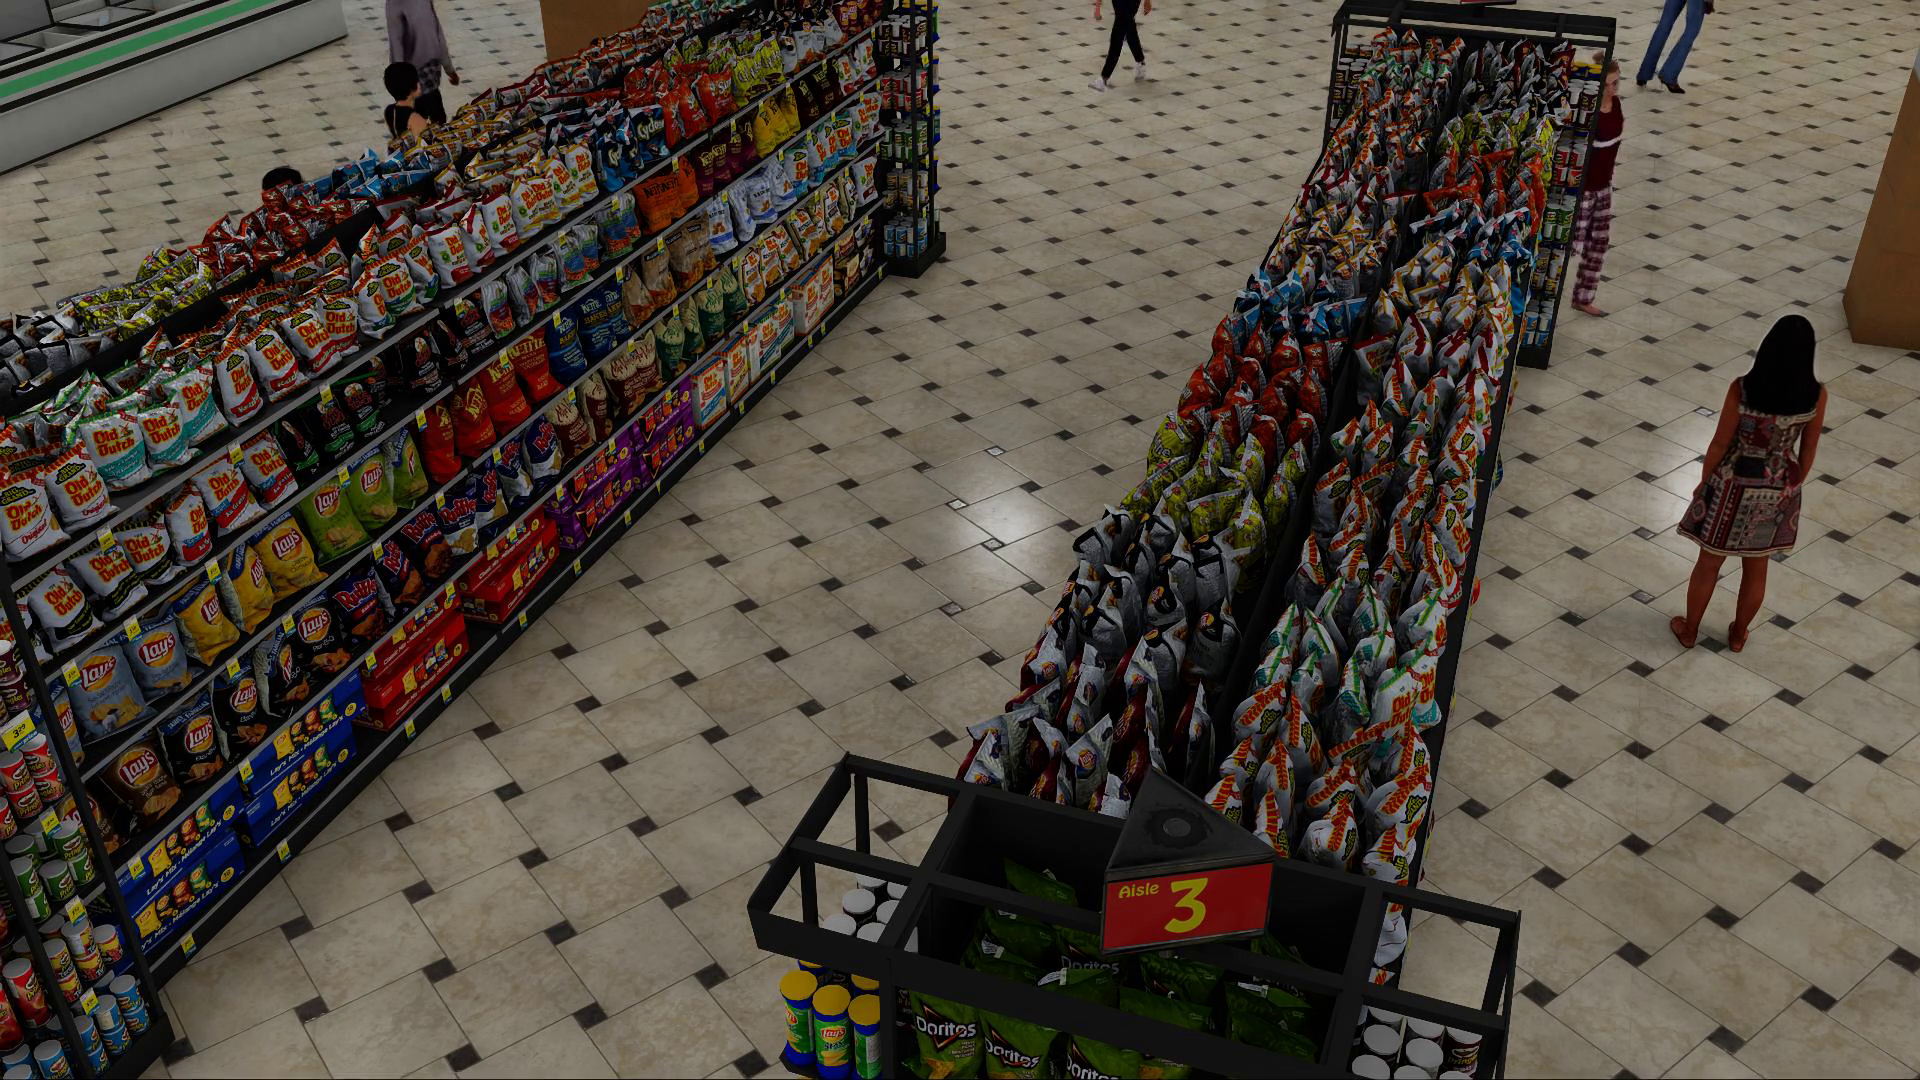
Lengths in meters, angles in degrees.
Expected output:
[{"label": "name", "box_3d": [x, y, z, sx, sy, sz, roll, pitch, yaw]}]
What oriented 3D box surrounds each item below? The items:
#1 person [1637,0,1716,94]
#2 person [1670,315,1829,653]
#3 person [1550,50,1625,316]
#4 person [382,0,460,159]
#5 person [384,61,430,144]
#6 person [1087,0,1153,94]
[{"label": "person", "box_3d": [6.366, -4.814, 14.599, 0.891, 1.761, 0.798, -14, 35, -22]}, {"label": "person", "box_3d": [3.493, -0.232, 7.346, 0.679, 1.645, 0.572, 6, 32, 10]}, {"label": "person", "box_3d": [3.920, -2.267, 10.579, 0.978, 1.684, 0.964, -26, 40, -35]}, {"label": "person", "box_3d": [-4.147, -3.538, 12.567, 0.693, 1.743, 1.065, 10, 33, 15]}, {"label": "person", "box_3d": [-3.516, -2.203, 10.576, 0.750, 1.578, 0.939, 22, 38, 31]}, {"label": "person", "box_3d": [1.513, -4.777, 14.729, 0.772, 1.562, 1.234, 16, 35, 24]}]
